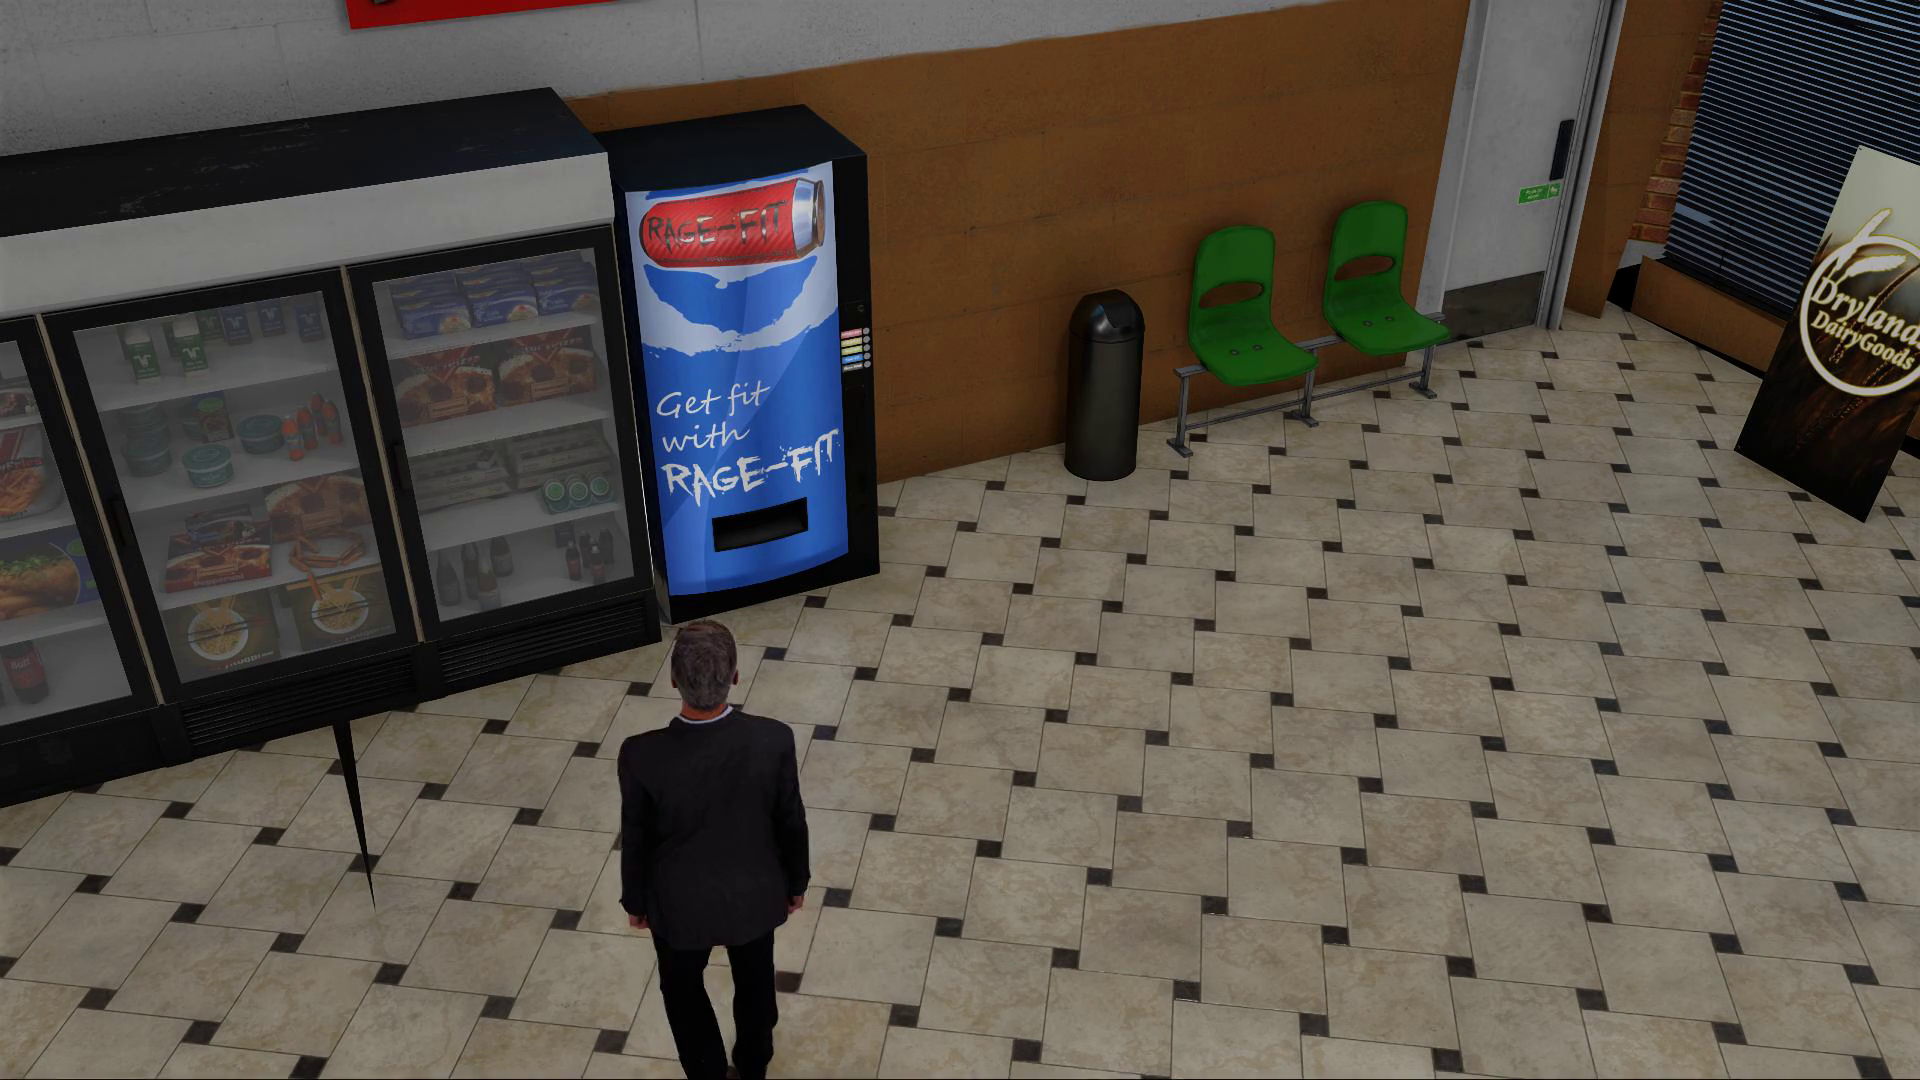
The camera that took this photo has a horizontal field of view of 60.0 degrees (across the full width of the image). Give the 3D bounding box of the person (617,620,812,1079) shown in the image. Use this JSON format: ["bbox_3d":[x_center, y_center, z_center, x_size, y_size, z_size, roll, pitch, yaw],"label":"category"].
[{"bbox_3d":[-0.703,1.068,4.861,0.796,1.828,0.948,-9,33,-14],"label":"person"}]
